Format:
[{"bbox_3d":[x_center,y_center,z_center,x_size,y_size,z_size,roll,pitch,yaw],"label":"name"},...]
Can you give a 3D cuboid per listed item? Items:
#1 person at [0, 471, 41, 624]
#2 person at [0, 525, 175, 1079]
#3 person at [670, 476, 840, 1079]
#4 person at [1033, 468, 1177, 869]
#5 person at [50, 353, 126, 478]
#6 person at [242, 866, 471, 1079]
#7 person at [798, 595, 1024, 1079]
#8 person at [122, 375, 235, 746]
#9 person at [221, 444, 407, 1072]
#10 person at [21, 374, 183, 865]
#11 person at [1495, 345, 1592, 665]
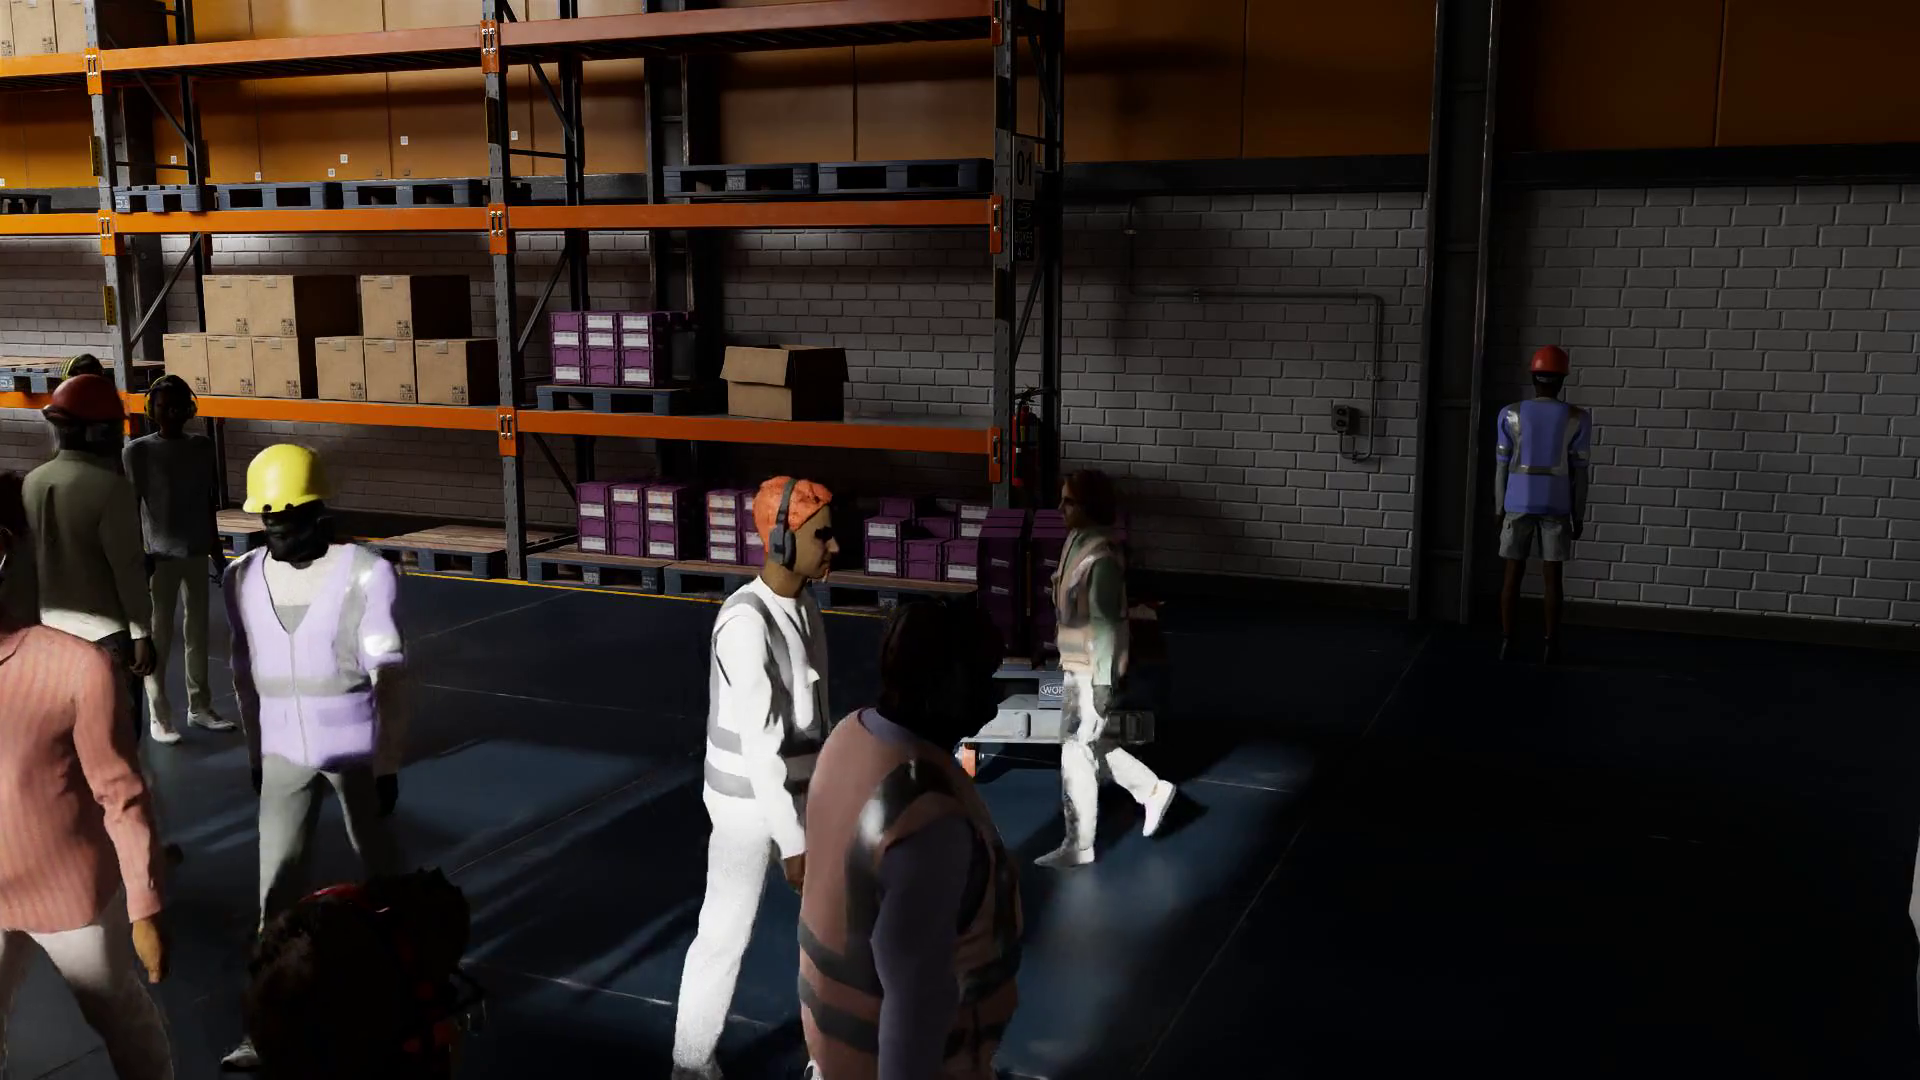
[{"bbox_3d":[-3.854,0.514,6.745,0.889,1.577,0.506,3,10,17],"label":"person"},{"bbox_3d":[-2.190,0.833,3.871,0.691,1.921,1.052,0,9,-2],"label":"person"},{"bbox_3d":[-0.413,0.754,4.560,0.950,1.841,0.599,3,10,17],"label":"person"},{"bbox_3d":[0.588,0.510,6.663,0.547,1.618,0.528,-1,10,-7],"label":"person"},{"bbox_3d":[-5.511,-0.269,10.647,0.415,1.852,0.546,5,11,29],"label":"person"},{"bbox_3d":[-0.601,1.233,1.799,0.575,1.799,0.914,5,11,25],"label":"person"},{"bbox_3d":[-0.185,0.993,3.256,0.923,1.808,0.628,-4,10,-22],"label":"person"},{"bbox_3d":[-3.959,0.094,8.448,0.315,1.862,0.526,6,11,31],"label":"person"},{"bbox_3d":[-1.997,0.634,5.161,0.606,1.872,0.980,1,9,3],"label":"person"},{"bbox_3d":[-3.421,0.338,6.615,0.615,1.986,0.400,5,11,28],"label":"person"},{"bbox_3d":[3.511,-0.210,10.073,0.540,1.929,0.380,3,10,20],"label":"person"}]
